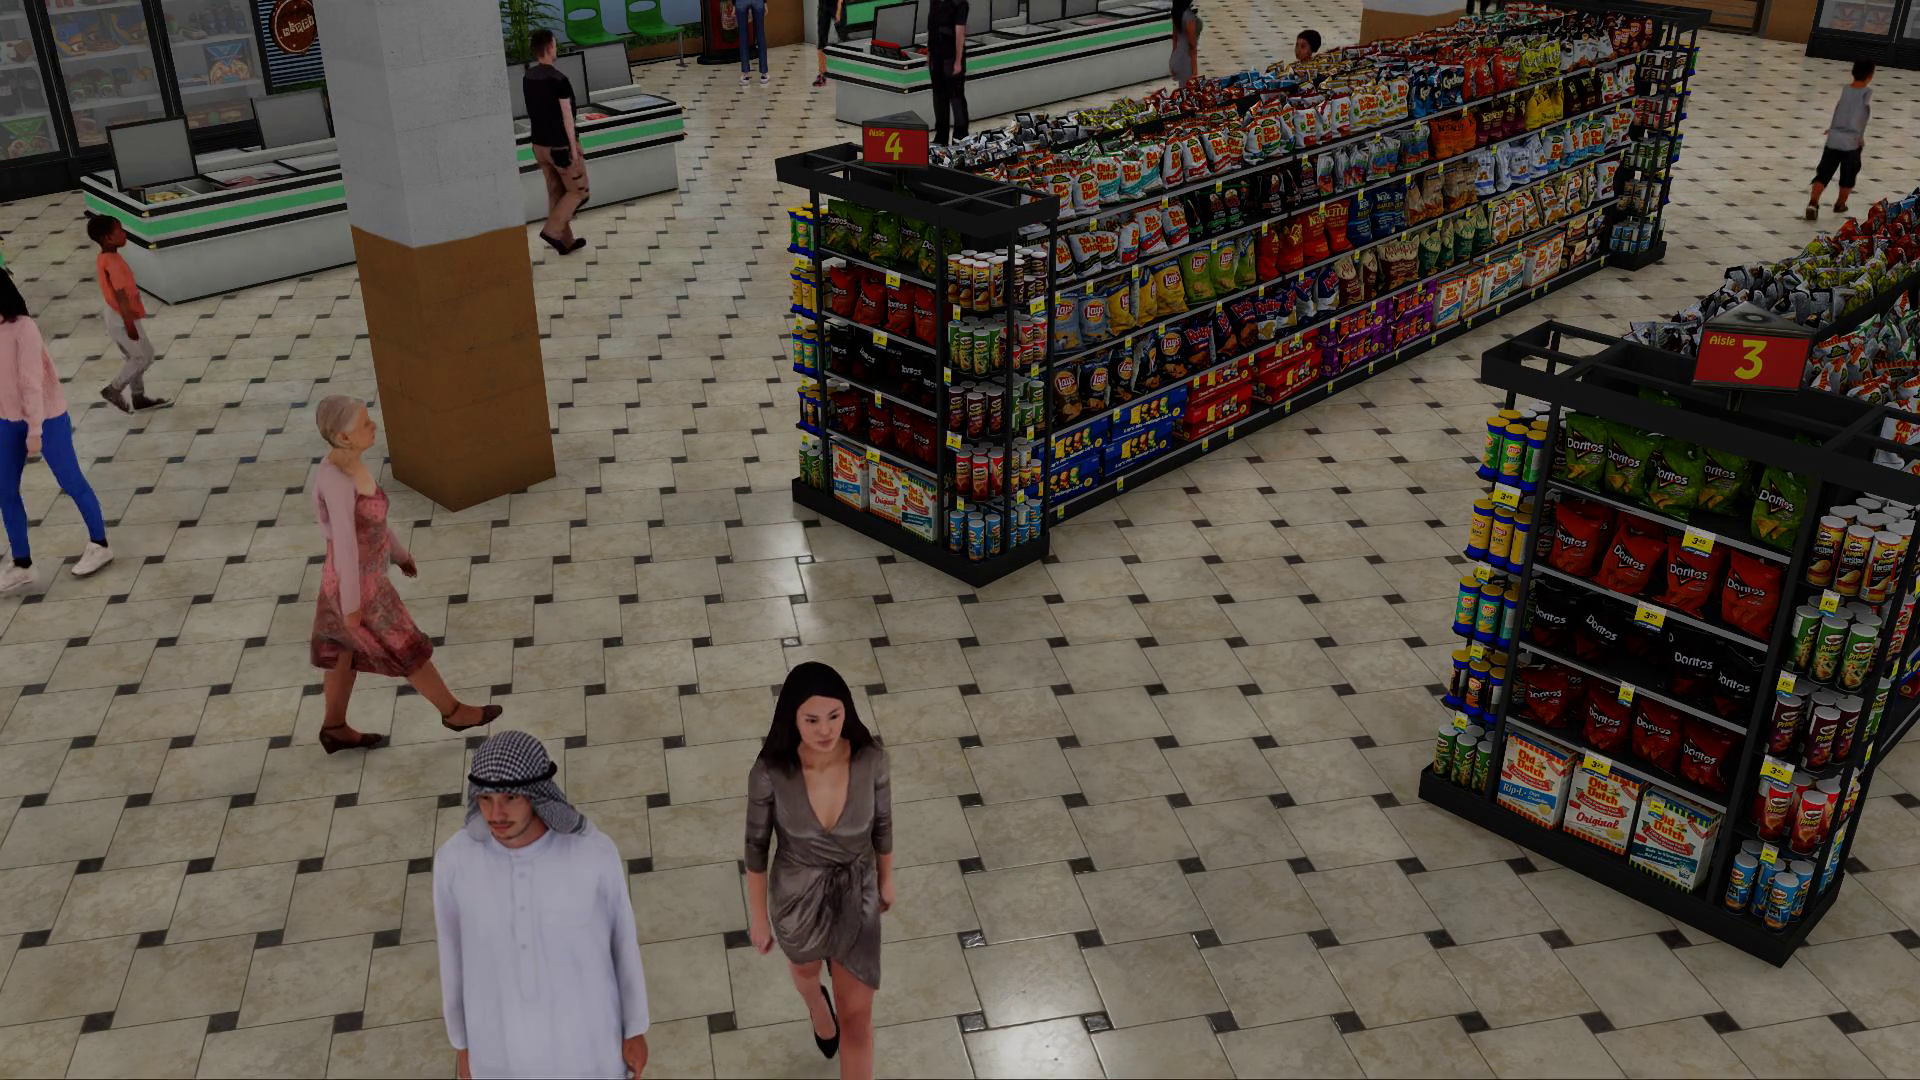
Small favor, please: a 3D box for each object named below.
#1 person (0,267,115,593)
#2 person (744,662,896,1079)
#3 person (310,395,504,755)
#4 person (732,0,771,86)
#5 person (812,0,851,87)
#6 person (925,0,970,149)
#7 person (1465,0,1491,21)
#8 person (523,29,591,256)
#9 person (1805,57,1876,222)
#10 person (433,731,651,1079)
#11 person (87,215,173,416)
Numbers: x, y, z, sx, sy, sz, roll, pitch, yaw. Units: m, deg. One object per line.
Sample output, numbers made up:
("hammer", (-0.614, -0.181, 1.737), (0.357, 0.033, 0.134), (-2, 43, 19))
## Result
("person", (-4.670, -0.616, 8.532), (0.828, 1.744, 0.969), (11, 29, 21))
("person", (-0.438, 1.104, 5.192), (1.124, 1.697, 1.084), (-5, 27, -9))
("person", (-2.621, 0.202, 7.016), (1.088, 1.656, 0.850), (-10, 29, -19))
("person", (-2.510, -6.362, 19.813), (0.633, 1.789, 0.723), (-5, 27, -9))
("person", (-1.455, -6.285, 19.788), (0.859, 1.675, 1.240), (12, 29, 22))
("person", (-0.120, -4.832, 16.734), (0.612, 1.845, 0.721), (-20, 33, -33))
("person", (7.311, -8.082, 23.254), (0.816, 1.743, 0.875), (2, 27, 4))
("person", (-3.347, -3.180, 13.496), (0.749, 1.827, 0.839), (19, 32, 32))
("person", (7.806, -3.572, 14.708), (0.602, 1.429, 1.011), (21, 34, 35))
("person", (-1.105, 1.334, 4.485), (0.781, 1.926, 0.862), (-3, 27, -5))
("person", (-5.384, -1.406, 10.581), (0.686, 1.299, 0.581), (-14, 30, -26))
